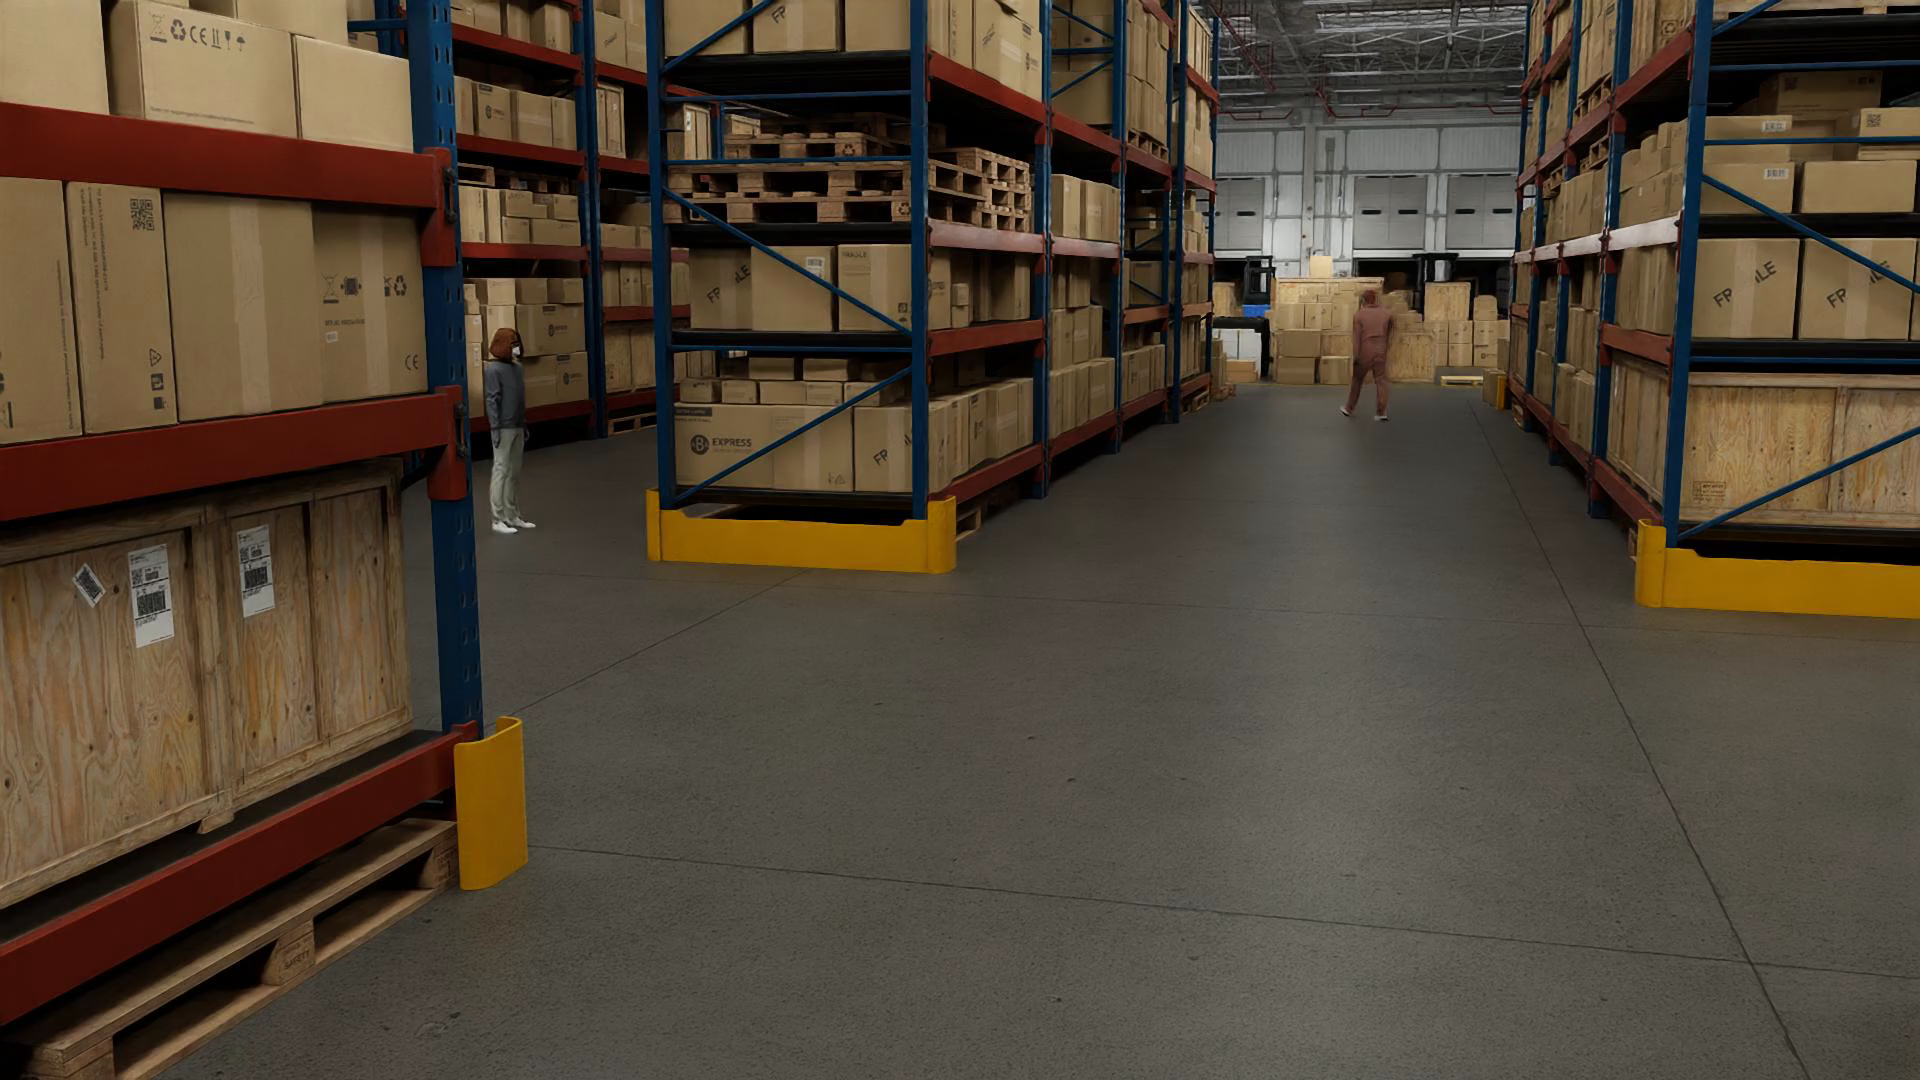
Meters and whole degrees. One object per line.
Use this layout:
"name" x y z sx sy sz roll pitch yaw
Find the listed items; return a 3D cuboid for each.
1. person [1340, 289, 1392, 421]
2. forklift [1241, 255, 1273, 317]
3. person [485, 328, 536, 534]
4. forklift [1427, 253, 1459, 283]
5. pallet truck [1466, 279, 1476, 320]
"person" 5.859 -2.656 23.898 0.656 1.859 0.991 -2 9 -13
"forklift" 10.551 -8.662 58.805 1.129 2.768 1.873 2 9 15
"person" -3.596 -0.874 13.272 0.265 1.632 0.508 2 9 15
"forklift" 15.217 -7.684 52.594 1.129 2.768 1.873 -2 9 -12
"pallet truck" 18.896 -8.459 60.307 1.885 1.965 0.823 5 10 31
